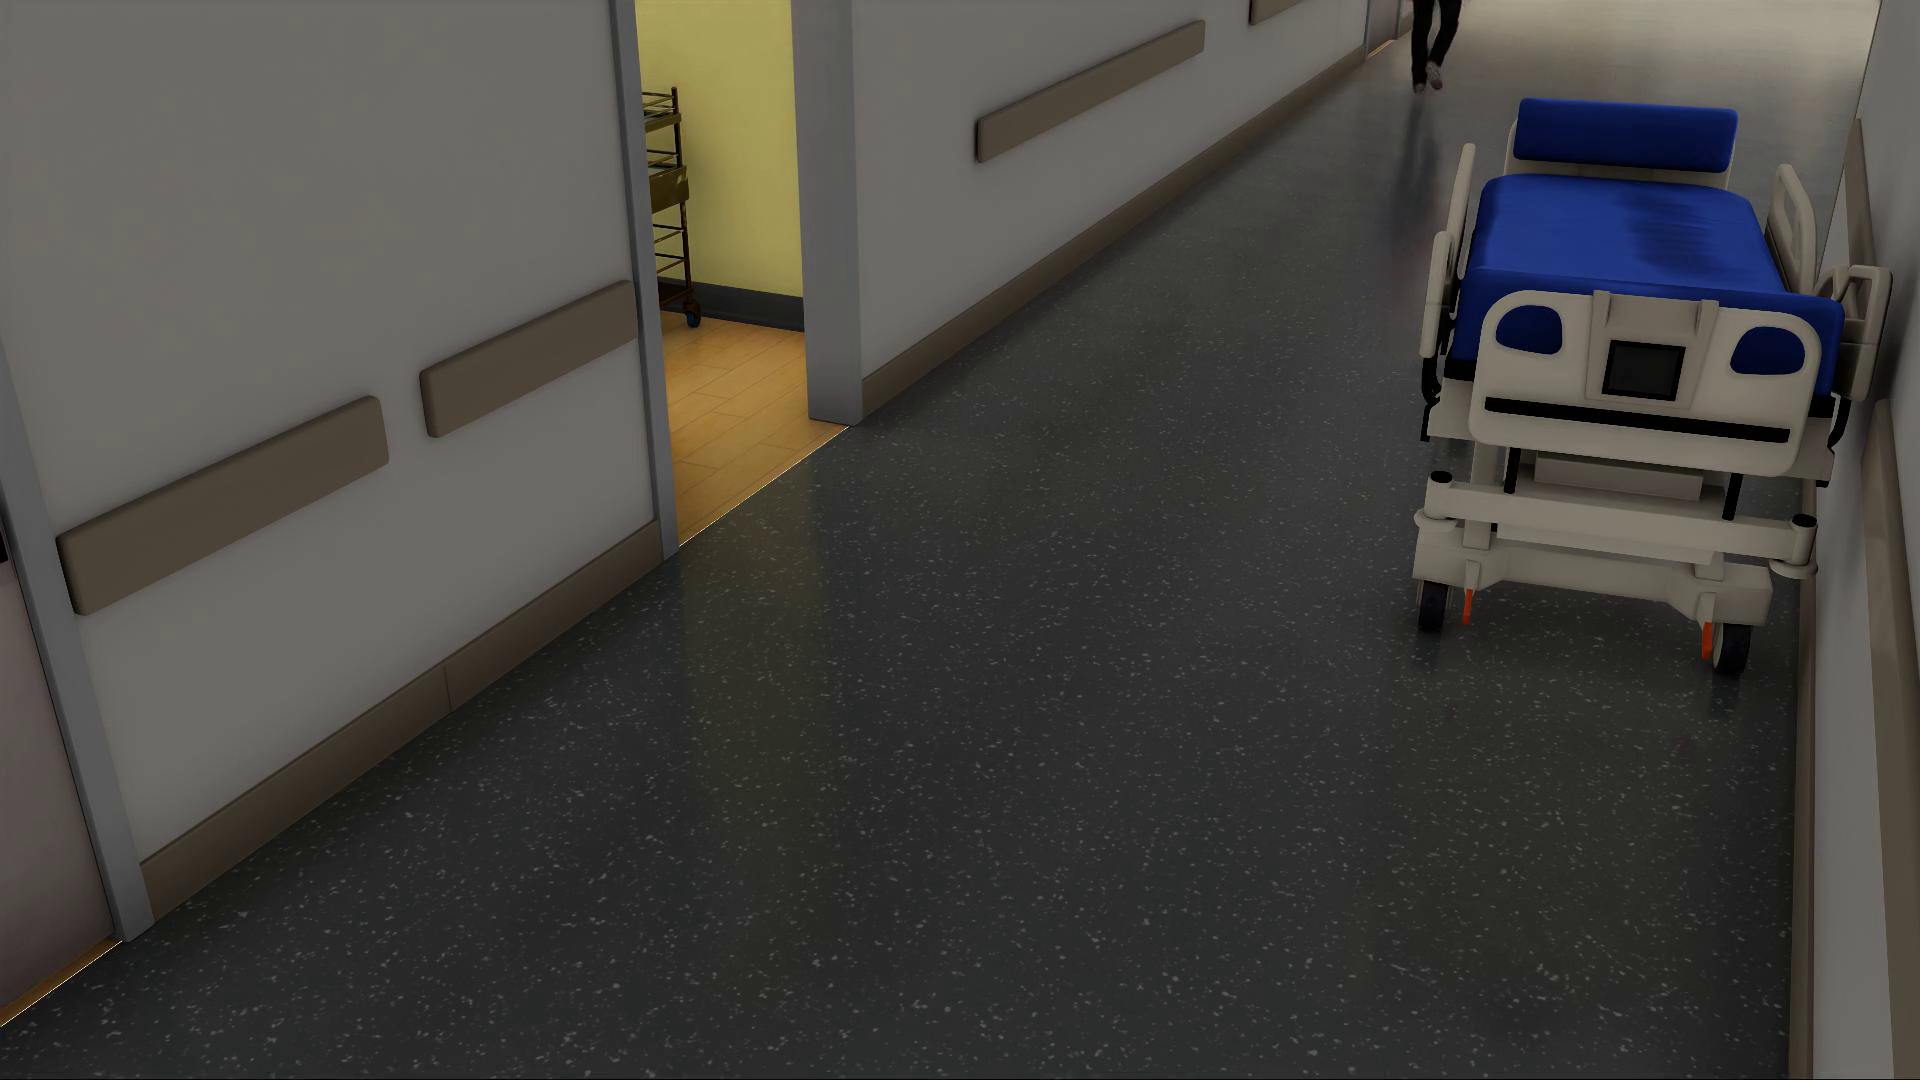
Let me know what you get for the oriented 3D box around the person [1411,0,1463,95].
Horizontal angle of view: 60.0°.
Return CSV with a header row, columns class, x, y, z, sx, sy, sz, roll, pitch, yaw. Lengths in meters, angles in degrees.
class,x,y,z,sx,sy,sz,roll,pitch,yaw
person,3.570,-4.219,12.470,0.766,1.750,0.742,9,27,18
